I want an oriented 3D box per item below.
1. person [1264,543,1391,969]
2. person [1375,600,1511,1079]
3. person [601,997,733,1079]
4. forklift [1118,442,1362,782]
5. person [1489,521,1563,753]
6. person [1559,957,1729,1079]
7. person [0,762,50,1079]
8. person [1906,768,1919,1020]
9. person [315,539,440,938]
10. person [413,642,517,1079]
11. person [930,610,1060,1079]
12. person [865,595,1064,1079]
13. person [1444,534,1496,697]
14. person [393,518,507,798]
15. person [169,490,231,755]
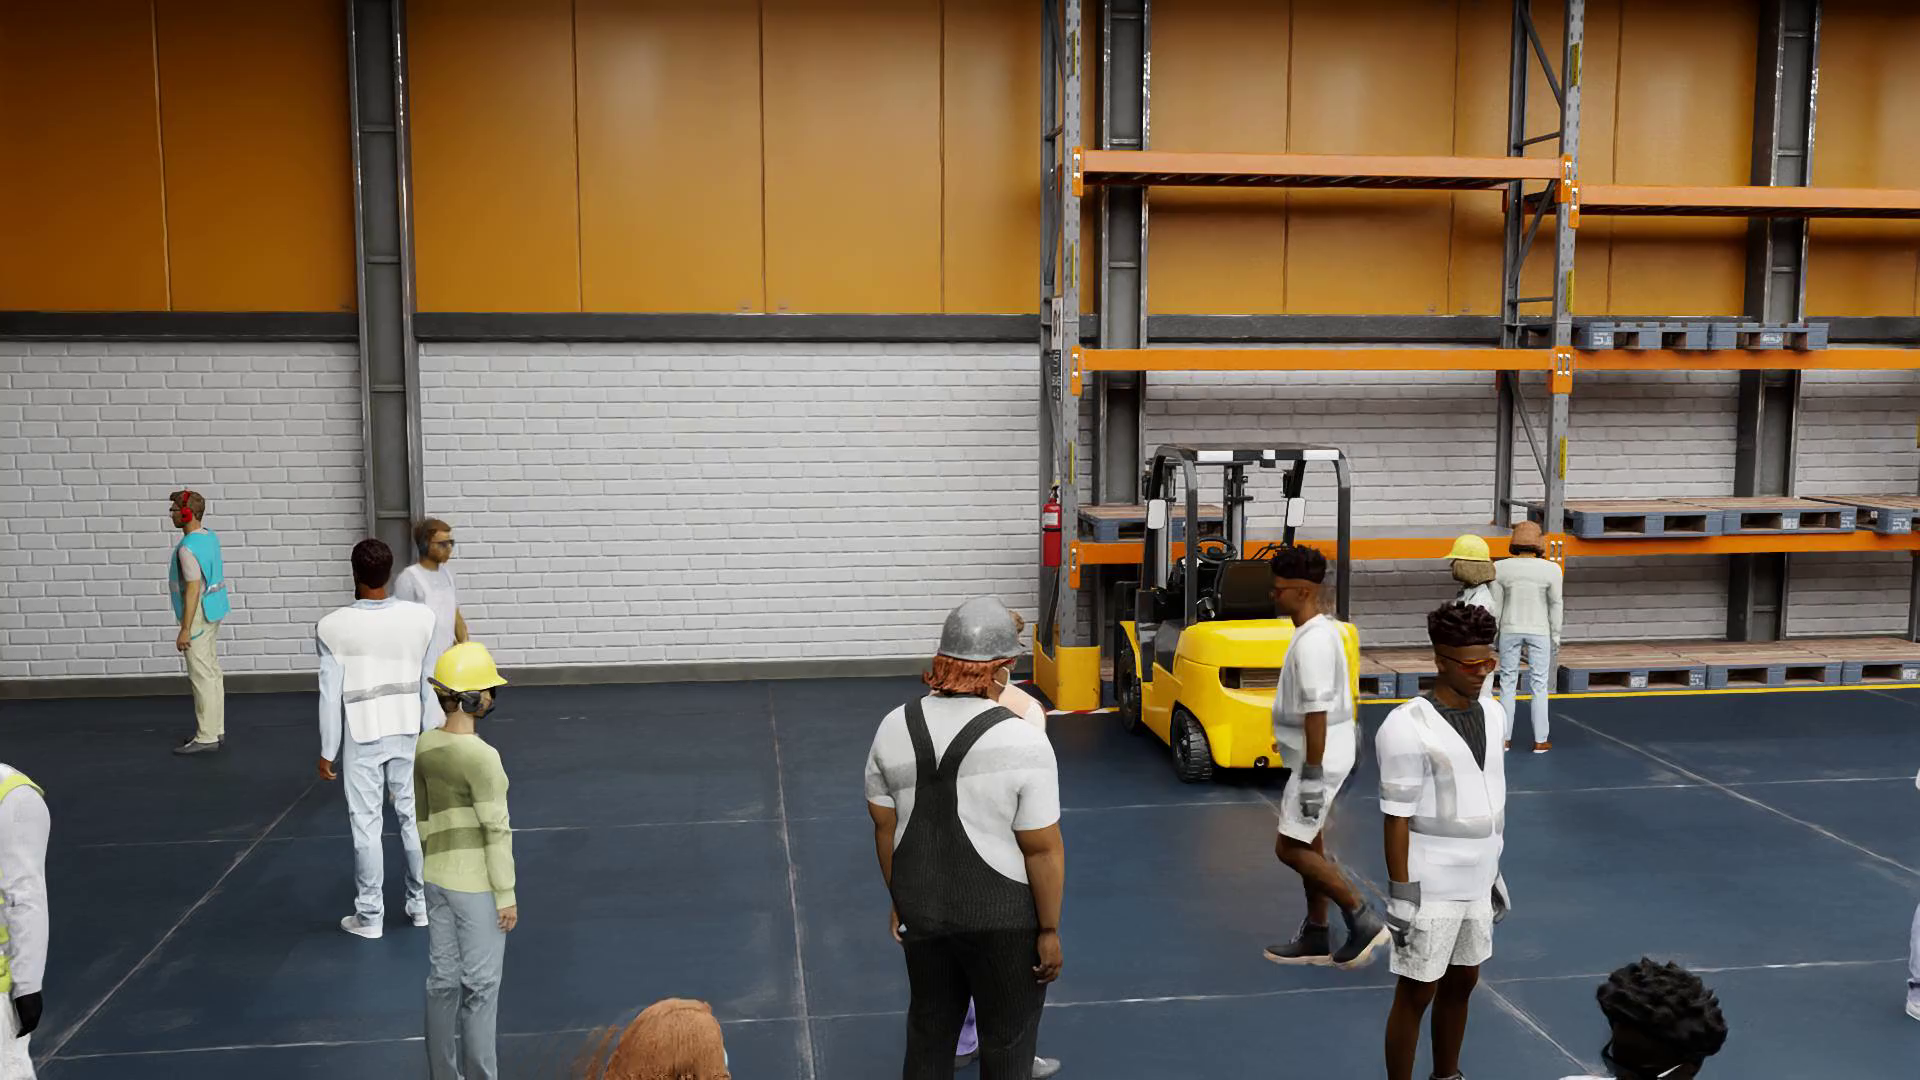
[{"bbox_3d":[1.623,0.992,7.483,0.518,1.956,0.654,1,7,12],"label":"person"},{"bbox_3d":[1.707,1.179,5.820,0.613,1.964,0.361,-5,8,-37],"label":"person"},{"bbox_3d":[-0.580,1.663,3.205,0.846,1.591,0.515,-3,7,-23],"label":"person"},{"bbox_3d":[1.912,0.418,11.496,1.214,2.155,2.313,-1,7,-8],"label":"forklift"},{"bbox_3d":[3.960,0.676,11.668,0.498,1.633,0.284,3,7,23],"label":"person"},{"bbox_3d":[1.319,1.615,3.190,0.322,1.691,0.535,-6,9,-42],"label":"person"},{"bbox_3d":[-3.074,1.338,5.041,0.640,1.830,0.429,1,7,5],"label":"person"},{"bbox_3d":[4.203,1.083,6.911,0.592,1.911,0.384,-3,7,-25],"label":"person"},{"bbox_3d":[-2.792,0.952,8.017,0.589,1.920,0.392,-6,9,-40],"label":"person"},{"bbox_3d":[-1.785,1.250,6.071,0.522,1.768,0.312,6,9,41],"label":"person"},{"bbox_3d":[0.110,1.175,6.404,0.565,1.840,0.390,6,9,40],"label":"person"},{"bbox_3d":[0.071,1.184,5.456,0.689,2.000,0.538,4,8,33],"label":"person"},{"bbox_3d":[2.985,0.834,9.801,0.297,1.745,0.484,1,7,8],"label":"person"},{"bbox_3d":[-3.114,0.774,10.083,0.938,1.799,0.538,2,7,16],"label":"person"},{"bbox_3d":[-5.338,0.570,11.668,0.390,1.847,0.566,-1,7,-11],"label":"person"}]
